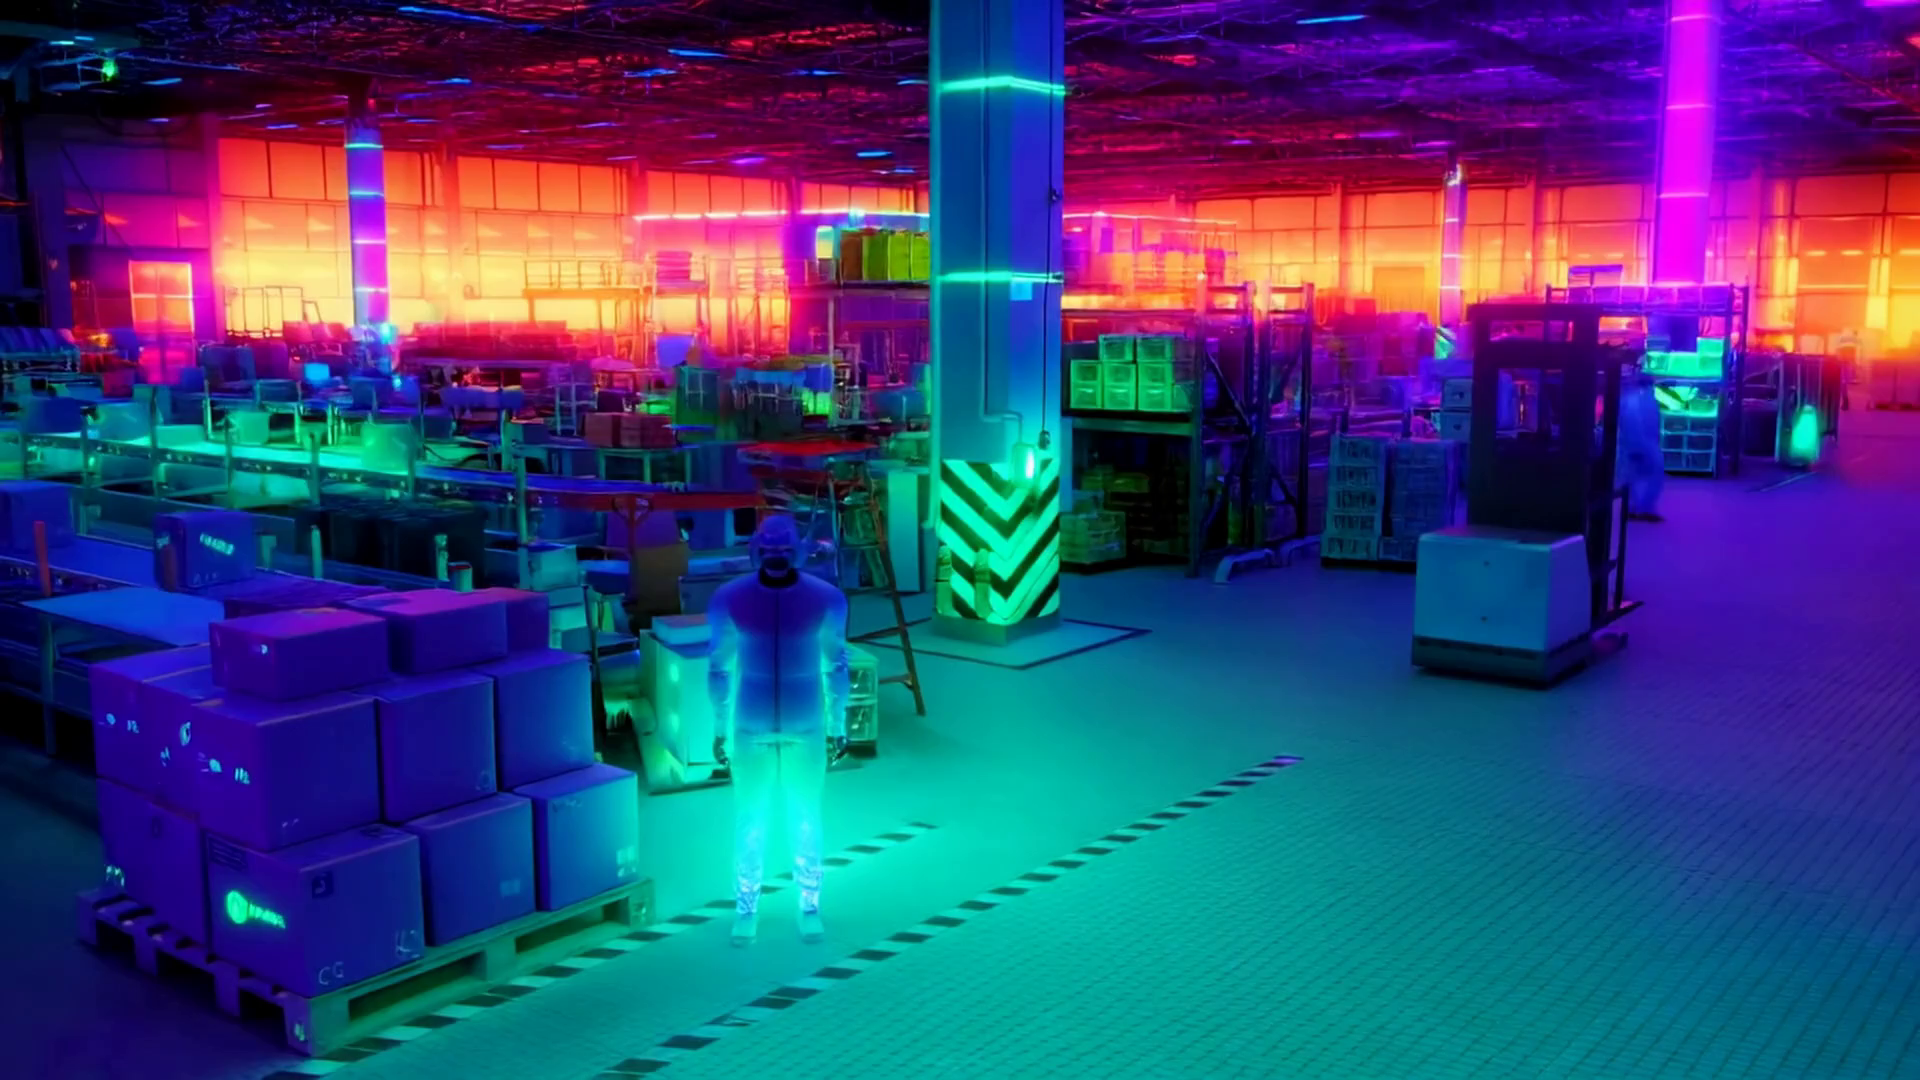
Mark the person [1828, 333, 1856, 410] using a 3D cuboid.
[{"bbox_3d":[21.922,-4.193,41.453,0.562,1.892,0.957,-2,9,-13],"label":"person"}]

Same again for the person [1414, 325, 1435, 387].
[{"bbox_3d":[14.301,-5.685,51.389,1.048,1.942,0.651,-2,9,-11],"label":"person"}]

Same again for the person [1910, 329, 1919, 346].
[{"bbox_3d":[33.098,-6.459,57.531,0.819,1.668,0.534,-1,8,-6],"label":"person"}]

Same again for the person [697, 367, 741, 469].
[{"bbox_3d":[-3.743,-1.866,26.307,0.801,1.734,0.522,1,9,8],"label":"person"}]

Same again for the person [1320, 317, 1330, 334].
[{"bbox_3d":[16.476,-9.177,75.270,0.622,1.839,0.429,-3,9,-20],"label":"person"}]

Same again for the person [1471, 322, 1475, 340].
[{"bbox_3d":[24.787,-9.939,80.195,0.558,1.900,0.587,1,9,9],"label":"person"}]

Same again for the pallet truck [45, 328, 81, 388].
[{"bbox_3d":[-23.775,-4.544,43.495,1.885,1.965,0.823,6,10,35],"label":"pallet truck"}]

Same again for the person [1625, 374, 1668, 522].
[{"bbox_3d":[8.678,-1.148,20.982,0.647,1.888,0.599,-6,10,-36],"label":"person"}]

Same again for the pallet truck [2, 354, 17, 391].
[{"bbox_3d":[-24.881,-4.417,42.634,1.885,1.965,0.823,8,11,41],"label":"pallet truck"}]

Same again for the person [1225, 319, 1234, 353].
[{"bbox_3d":[10.829,-7.958,66.748,0.392,1.930,0.546,2,9,15],"label":"person"}]

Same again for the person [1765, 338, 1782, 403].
[{"bbox_3d":[21.459,-4.457,43.815,0.664,1.727,0.388,-3,9,-19],"label":"person"}]

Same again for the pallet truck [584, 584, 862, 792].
[{"bbox_3d":[-1.426,0.805,10.019,1.601,1.201,0.680,-4,9,-26],"label":"pallet truck"}]

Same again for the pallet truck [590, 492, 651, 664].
[{"bbox_3d":[-3.115,0.344,12.883,0.653,1.274,1.630,7,11,37],"label":"pallet truck"}]

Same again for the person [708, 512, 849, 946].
[{"bbox_3d":[-0.802,0.837,7.413,0.627,1.940,0.371,-1,8,-7],"label":"person"}]

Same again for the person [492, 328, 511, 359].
[{"bbox_3d":[-12.432,-4.774,45.205,1.099,1.949,0.680,-5,10,-29],"label":"person"}]

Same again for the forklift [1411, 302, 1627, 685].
[{"bbox_3d":[4.379,-0.438,12.852,1.129,2.768,1.873,7,11,37],"label":"forklift"}]

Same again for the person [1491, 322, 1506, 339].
[{"bbox_3d":[16.030,-5.461,49.527,0.536,2.000,0.672,-7,11,-40],"label":"person"}]

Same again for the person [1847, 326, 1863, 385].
[{"bbox_3d":[28.366,-5.834,52.672,0.329,1.861,0.504,-4,9,-22],"label":"person"}]

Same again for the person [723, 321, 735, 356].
[{"bbox_3d":[-8.857,-7.523,64.057,0.780,1.858,0.584,6,10,35],"label":"person"}]
